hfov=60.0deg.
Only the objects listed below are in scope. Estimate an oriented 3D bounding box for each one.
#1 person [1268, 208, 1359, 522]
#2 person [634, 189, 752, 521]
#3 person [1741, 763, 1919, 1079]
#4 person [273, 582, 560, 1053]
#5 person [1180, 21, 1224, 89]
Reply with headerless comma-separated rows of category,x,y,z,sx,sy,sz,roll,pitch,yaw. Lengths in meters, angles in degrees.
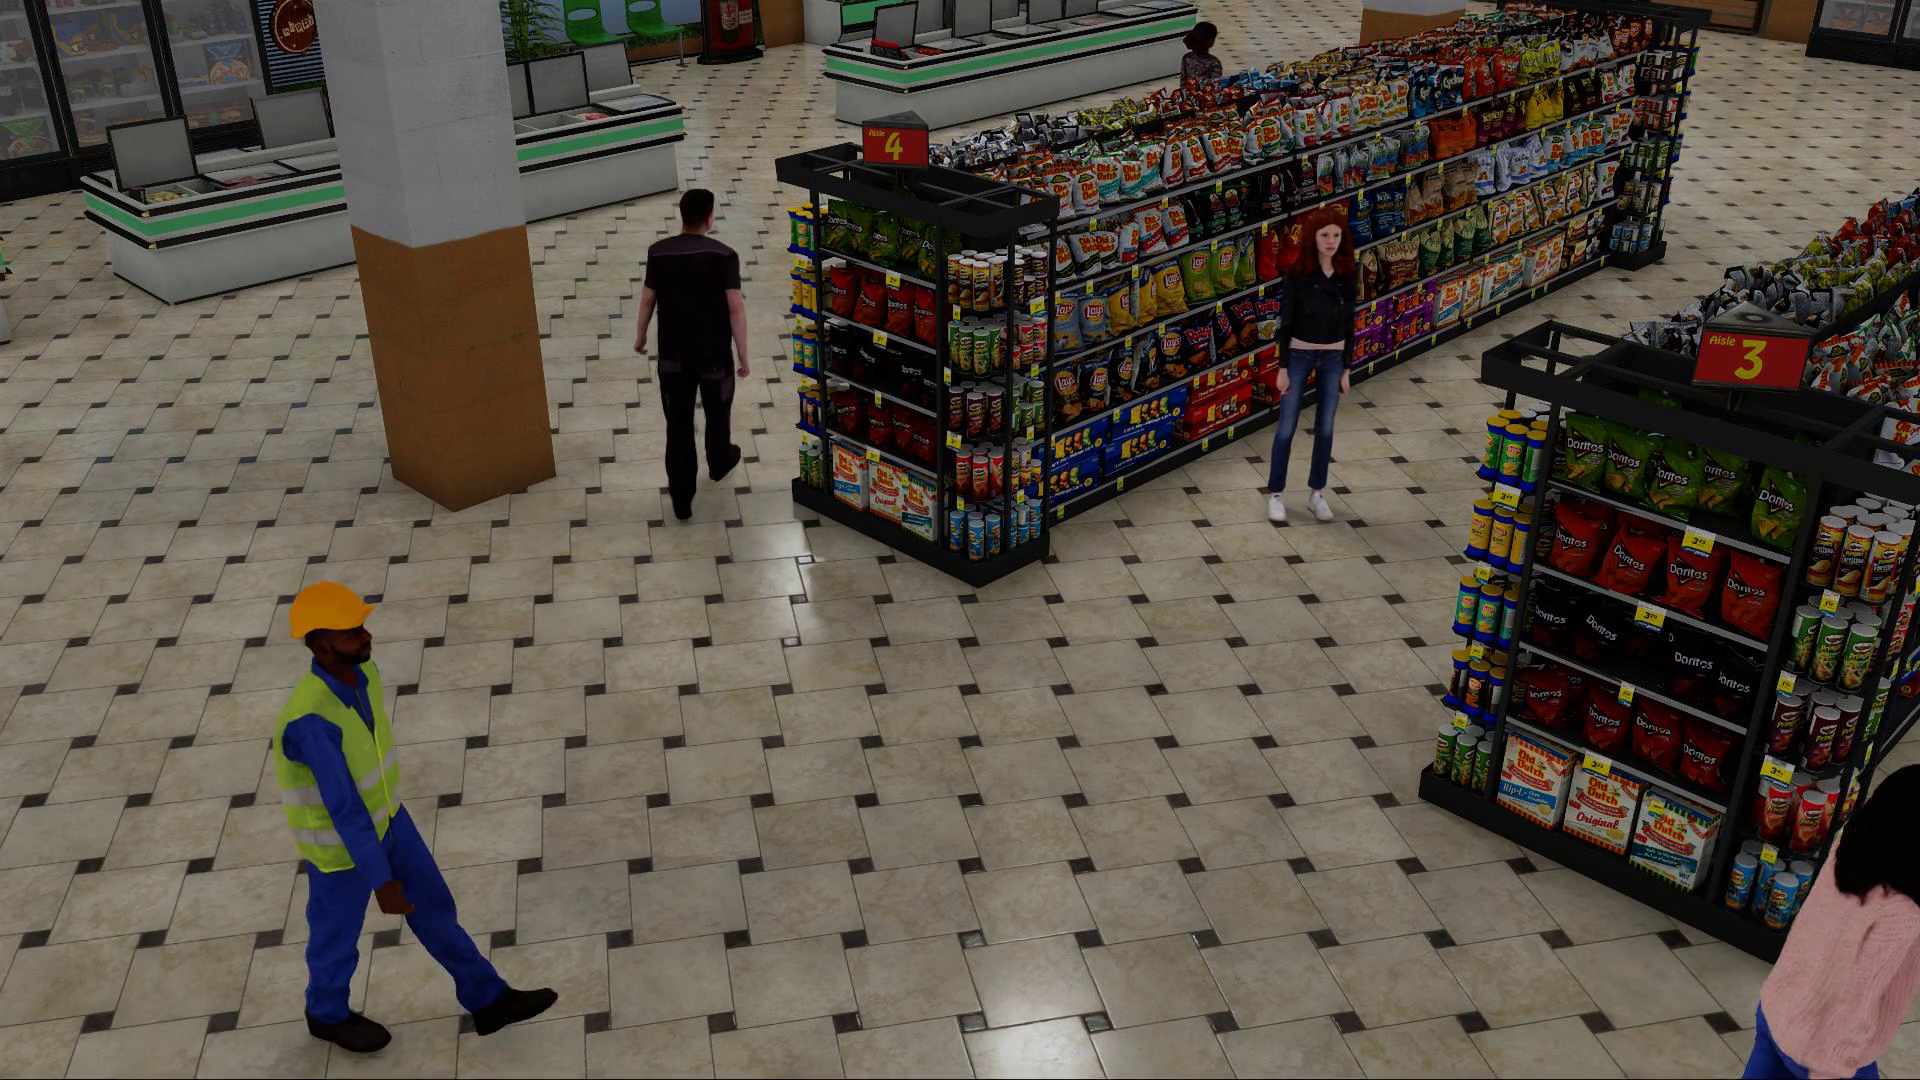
person,1.940,-0.950,9.141,0.646,1.788,0.717,-2,27,-4
person,-1.467,-0.983,9.187,1.207,1.806,1.285,2,27,3
person,2.269,1.407,4.578,1.136,1.712,1.130,6,27,11
person,-2.029,0.960,5.388,1.148,1.776,1.152,4,27,7
person,2.095,-3.667,14.582,0.541,1.714,0.562,-24,36,-39
